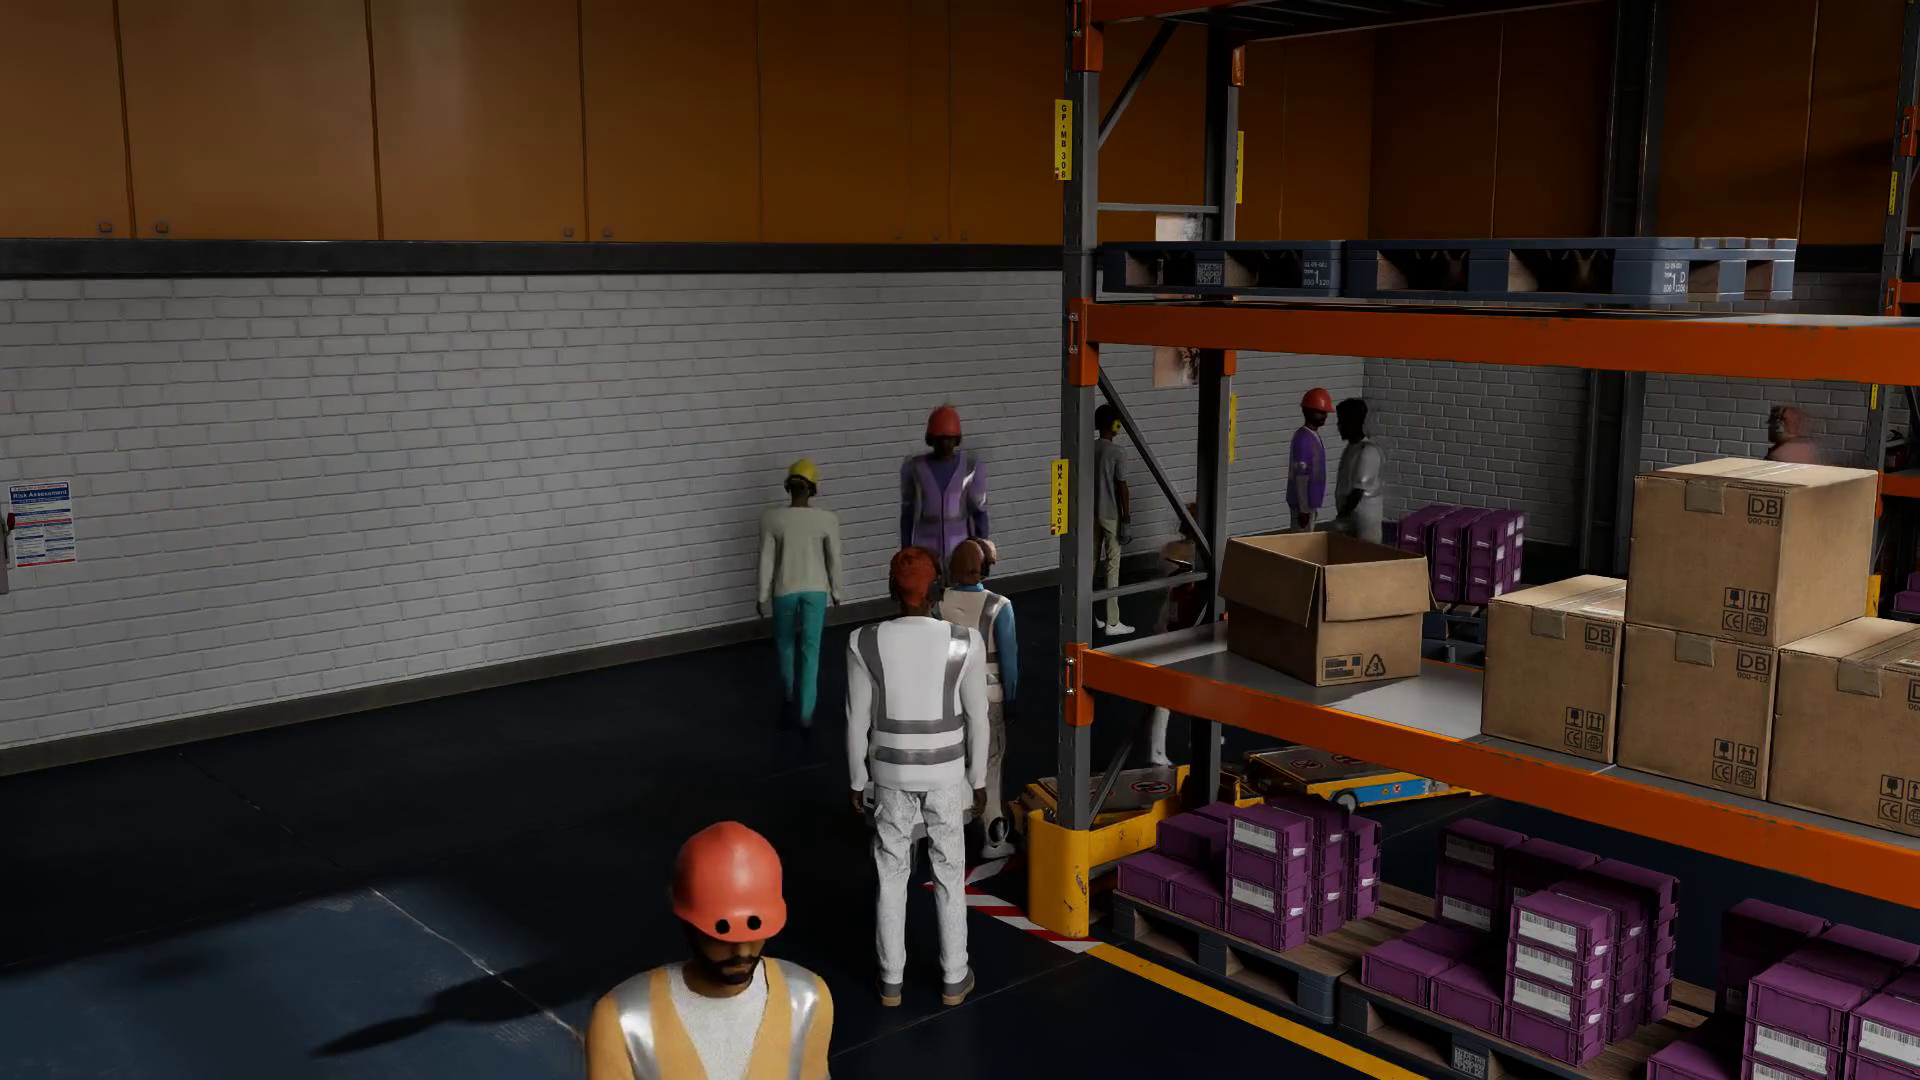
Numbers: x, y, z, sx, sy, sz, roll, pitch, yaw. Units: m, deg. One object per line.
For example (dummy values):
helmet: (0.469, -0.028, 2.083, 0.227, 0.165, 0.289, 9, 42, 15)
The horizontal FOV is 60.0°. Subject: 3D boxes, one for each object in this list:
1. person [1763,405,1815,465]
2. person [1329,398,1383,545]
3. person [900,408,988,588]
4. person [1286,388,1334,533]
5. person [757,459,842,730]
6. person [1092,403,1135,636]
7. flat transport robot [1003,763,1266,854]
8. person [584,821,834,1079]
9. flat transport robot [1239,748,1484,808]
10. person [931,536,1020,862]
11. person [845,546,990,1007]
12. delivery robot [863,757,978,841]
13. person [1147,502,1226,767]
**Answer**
person: (6.326, -0.108, 12.961, 0.672, 1.882, 0.480, -9, 13, -43)
person: (3.016, -0.162, 13.188, 0.941, 1.916, 0.610, -1, 10, -7)
person: (-0.110, 0.053, 11.741, 0.617, 1.972, 1.094, -1, 10, -4)
person: (2.951, -0.318, 14.054, 0.375, 1.934, 0.547, 4, 10, 20)
person: (-1.044, 0.330, 10.908, 0.544, 1.708, 0.906, 0, 10, -1)
person: (1.173, -0.167, 13.363, 0.531, 1.867, 0.317, 9, 13, 43)
flat transport robot: (0.937, 1.409, 8.804, 1.431, 0.197, 0.652, -3, 10, -17)
person: (-0.546, 1.486, 3.621, 0.543, 1.904, 0.961, -3, 10, -19)
flat transport robot: (2.259, 1.313, 9.367, 1.431, 0.197, 0.652, -4, 10, -21)
person: (0.063, 0.800, 8.382, 0.532, 1.638, 0.320, 6, 11, 31)
person: (-0.171, 0.958, 6.732, 0.578, 1.881, 0.346, 0, 10, 2)
delivery robot: (-0.145, 1.288, 8.407, 0.707, 0.478, 0.477, -9, 13, -42)
person: (1.363, 0.558, 9.906, 0.518, 1.597, 0.820, 8, 12, 38)
